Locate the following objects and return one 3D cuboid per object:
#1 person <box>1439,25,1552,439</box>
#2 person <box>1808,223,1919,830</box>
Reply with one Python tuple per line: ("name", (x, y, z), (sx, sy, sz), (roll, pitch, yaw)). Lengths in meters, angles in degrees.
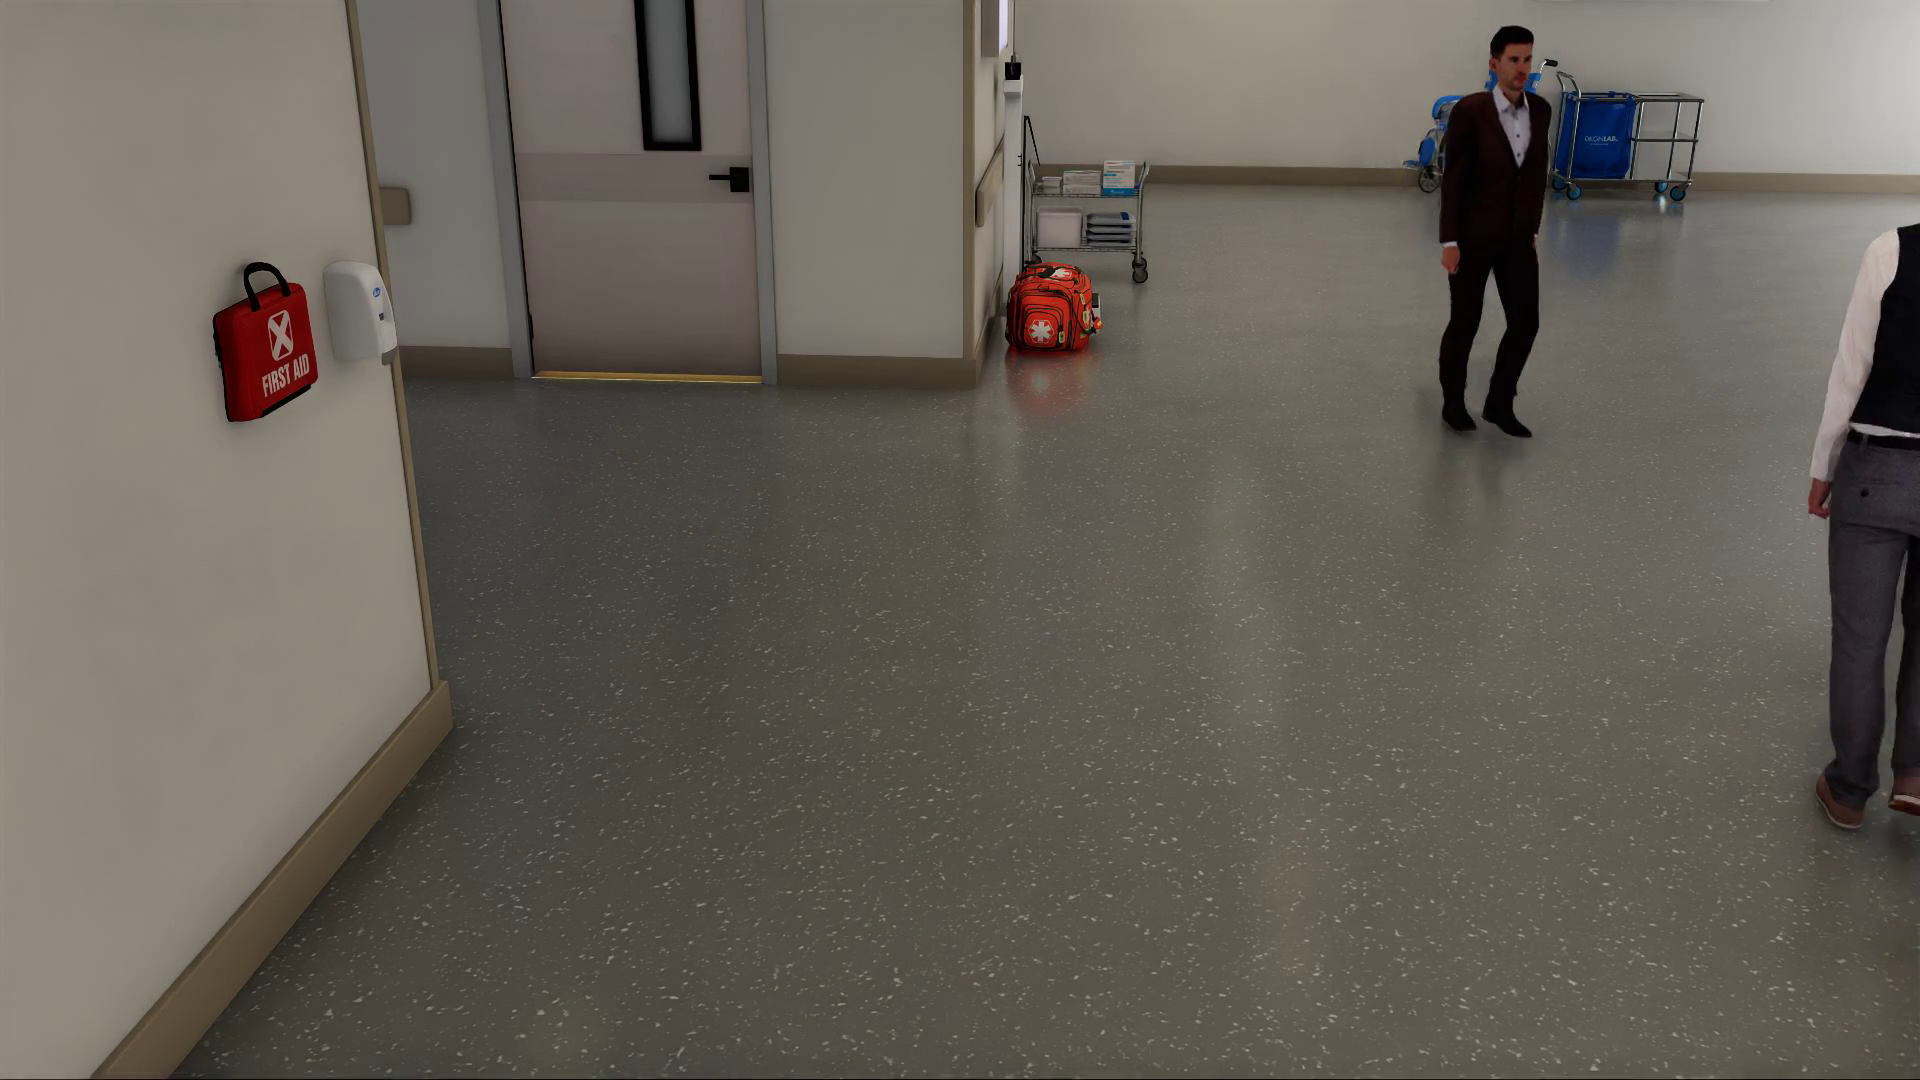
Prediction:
("person", (2.424, -1.418, 7.708), (0.811, 1.846, 0.843), (-4, 21, -10))
("person", (2.407, -0.117, 4.161), (0.727, 1.924, 0.762), (7, 22, 17))
